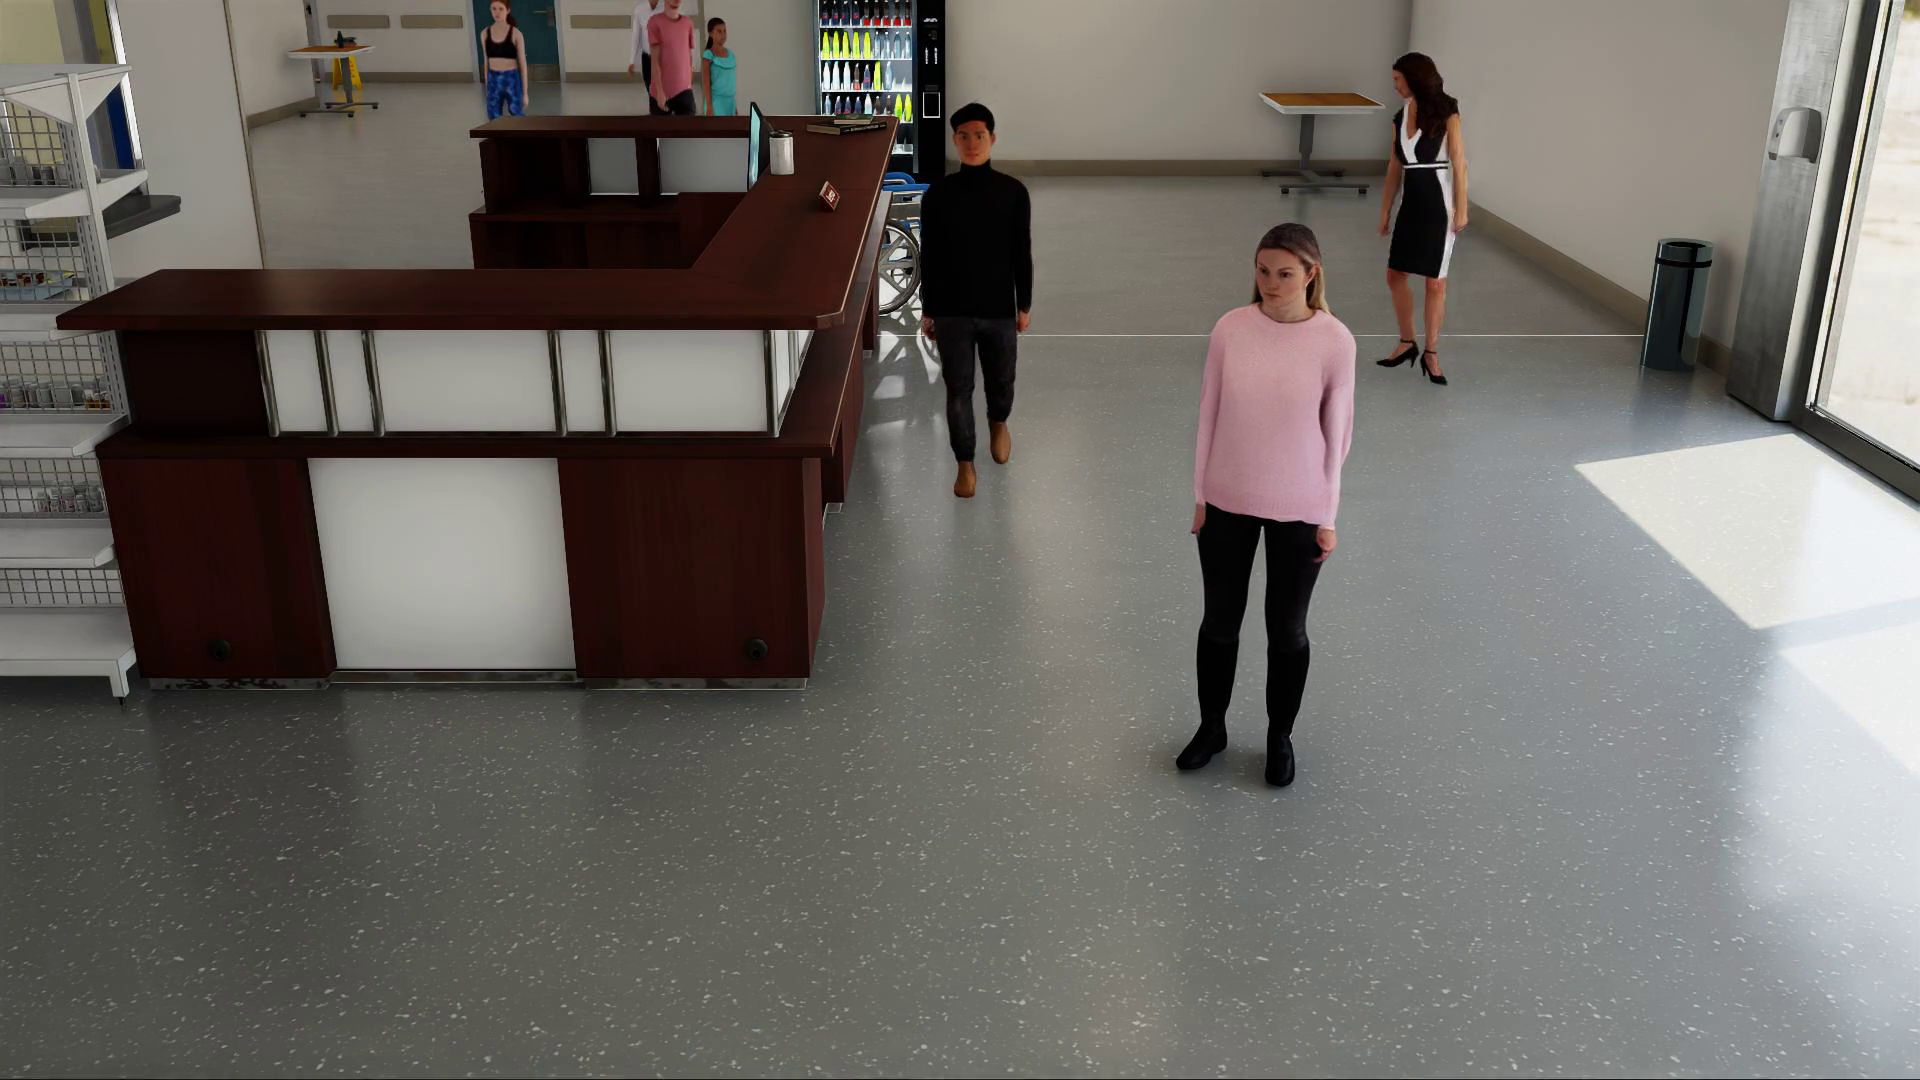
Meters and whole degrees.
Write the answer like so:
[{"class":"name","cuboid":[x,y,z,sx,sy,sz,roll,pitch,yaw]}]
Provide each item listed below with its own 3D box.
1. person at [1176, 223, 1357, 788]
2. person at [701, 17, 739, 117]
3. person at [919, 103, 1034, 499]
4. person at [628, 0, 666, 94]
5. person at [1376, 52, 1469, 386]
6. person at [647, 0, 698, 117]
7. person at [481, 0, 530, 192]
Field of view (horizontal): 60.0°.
[{"class":"person","cuboid":[0.905,-0.101,4.903,0.603,1.685,0.731,8,22,21]},{"class":"person","cuboid":[-2.268,-4.127,15.712,0.699,1.558,0.647,17,26,37]},{"class":"person","cuboid":[0.074,-1.072,7.427,0.764,1.712,0.741,2,21,4]},{"class":"person","cuboid":[-3.312,-5.294,18.380,0.803,1.849,0.820,6,22,15]},{"class":"person","cuboid":[2.611,-1.747,9.130,0.726,1.769,0.763,14,25,33]},{"class":"person","cuboid":[-2.588,-3.910,14.627,1.229,1.920,1.184,-15,25,-35]},{"class":"person","cuboid":[-4.149,-4.089,15.317,0.876,1.767,0.679,2,21,4]}]
